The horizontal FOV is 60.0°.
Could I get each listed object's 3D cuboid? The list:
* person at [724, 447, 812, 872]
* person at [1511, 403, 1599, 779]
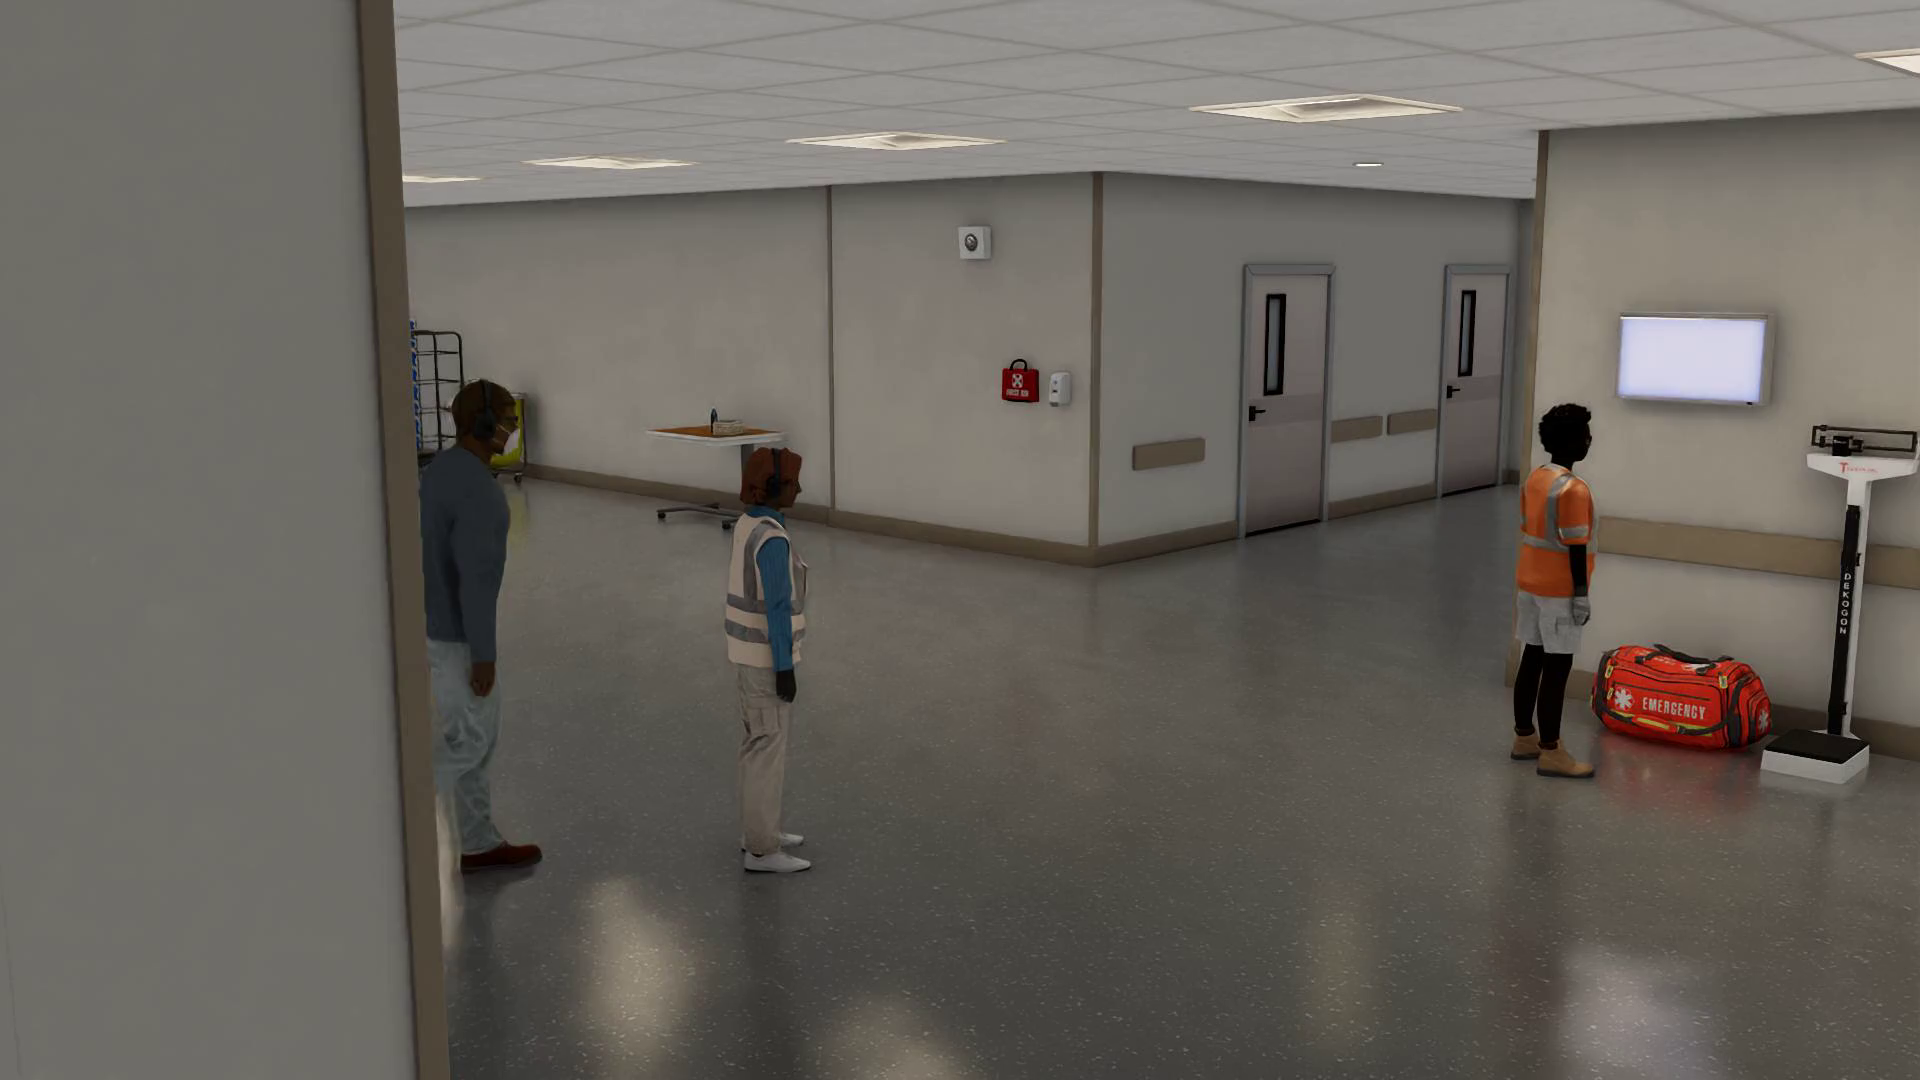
[{"bbox_3d":[-0.735,0.457,6.363,0.319,1.631,0.518,-3,10,-17],"label":"person"},{"bbox_3d":[2.720,0.225,7.583,0.318,1.697,0.535,-1,9,-5],"label":"person"}]
